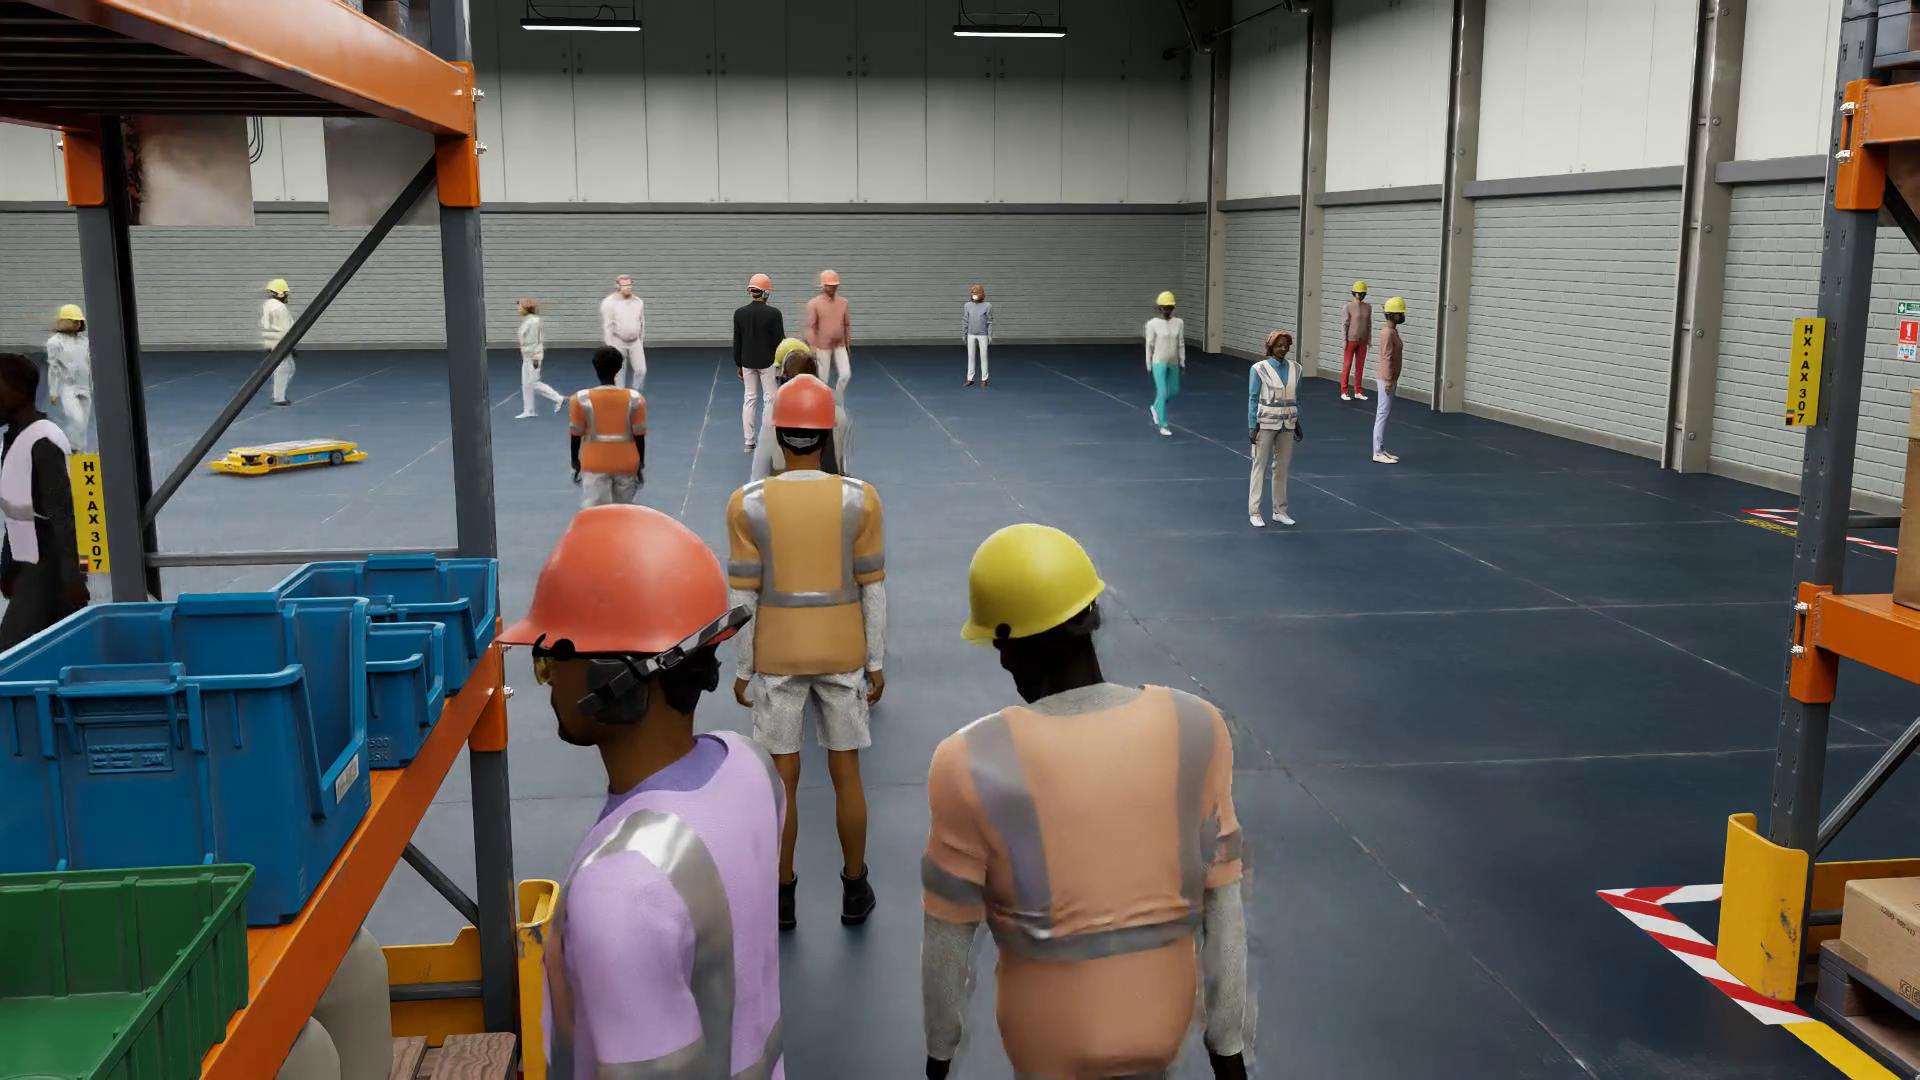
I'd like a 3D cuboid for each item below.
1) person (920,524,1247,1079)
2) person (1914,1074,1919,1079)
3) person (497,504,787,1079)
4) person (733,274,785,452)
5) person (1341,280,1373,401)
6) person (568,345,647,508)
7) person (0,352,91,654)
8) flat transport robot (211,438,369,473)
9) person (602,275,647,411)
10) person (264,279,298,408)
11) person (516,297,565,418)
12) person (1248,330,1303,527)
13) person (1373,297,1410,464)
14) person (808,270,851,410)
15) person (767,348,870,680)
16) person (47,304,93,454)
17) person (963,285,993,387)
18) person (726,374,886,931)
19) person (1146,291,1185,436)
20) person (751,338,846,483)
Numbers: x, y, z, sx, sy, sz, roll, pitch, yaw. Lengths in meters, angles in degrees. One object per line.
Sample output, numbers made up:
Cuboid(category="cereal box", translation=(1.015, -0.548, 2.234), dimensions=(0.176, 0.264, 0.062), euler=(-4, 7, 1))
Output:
Cuboid(category="person", translation=(0.199, 0.891, 3.226), dimensions=(0.598, 1.875, 0.875), euler=(-3, 11, -18))
Cuboid(category="person", translation=(1.270, 1.146, 1.822), dimensions=(0.581, 1.882, 0.339), euler=(-1, 10, -7))
Cuboid(category="person", translation=(-0.439, 0.961, 2.395), dimensions=(0.377, 2.045, 0.605), euler=(1, 10, 6))
Cuboid(category="person", translation=(-2.218, -1.960, 18.543), dimensions=(0.622, 1.993, 0.381), euler=(4, 11, 19))
Cuboid(category="person", translation=(5.863, -2.940, 24.549), dimensions=(0.524, 1.768, 0.317), euler=(-5, 11, -26))
Cuboid(category="person", translation=(-2.400, -0.497, 11.418), dimensions=(0.538, 1.674, 0.721), euler=(-4, 11, -22))
Cuboid(category="person", translation=(-4.205, 0.125, 7.376), dimensions=(0.831, 1.889, 0.634), euler=(-8, 13, -36))
Cuboid(category="flat transport robot", translation=(-7.003, -0.892, 17.414), dimensions=(0.652, 0.197, 1.431), euler=(7, 12, 32))
Cuboid(category="person", translation=(-4.566, -2.684, 22.805), dimensions=(0.647, 1.886, 0.515), euler=(-7, 13, -35))
Cuboid(category="person", translation=(-9.555, -2.763, 23.459), dimensions=(0.452, 1.816, 0.599), euler=(-8, 13, -36))
Cuboid(category="person", translation=(-5.593, -2.409, 22.042), dimensions=(0.543, 1.620, 0.540), euler=(-5, 12, -27))
Cuboid(category="person", translation=(2.625, -0.928, 13.859), dimensions=(0.524, 1.639, 0.308), euler=(-4, 11, -23))
Cuboid(category="person", translation=(4.606, -1.705, 17.772), dimensions=(0.322, 1.767, 0.533), euler=(3, 11, 18))
Cuboid(category="person", translation=(-1.690, -2.524, 21.678), dimensions=(0.646, 1.974, 0.532), euler=(-6, 12, -31))
Cuboid(category="person", translation=(-0.746, -0.086, 8.729), dimensions=(0.529, 1.829, 0.637), euler=(-9, 14, -40))
Cuboid(category="person", translation=(-8.888, -1.503, 16.745), dimensions=(0.414, 1.725, 0.513), euler=(4, 11, 21))
Cuboid(category="person", translation=(0.283, -3.282, 26.782), dimensions=(0.507, 1.631, 0.273), euler=(4, 11, 19))
Cuboid(category="person", translation=(-0.528, 0.396, 5.779), dimensions=(0.543, 1.940, 0.361), euler=(-1, 10, -7))
Cuboid(category="person", translation=(2.479, -2.174, 20.388), dimensions=(0.522, 1.755, 0.616), euler=(-5, 11, -24))
Cuboid(category="person", translation=(-1.034, -0.351, 10.299), dimensions=(0.942, 1.776, 0.610), euler=(9, 14, 41))
